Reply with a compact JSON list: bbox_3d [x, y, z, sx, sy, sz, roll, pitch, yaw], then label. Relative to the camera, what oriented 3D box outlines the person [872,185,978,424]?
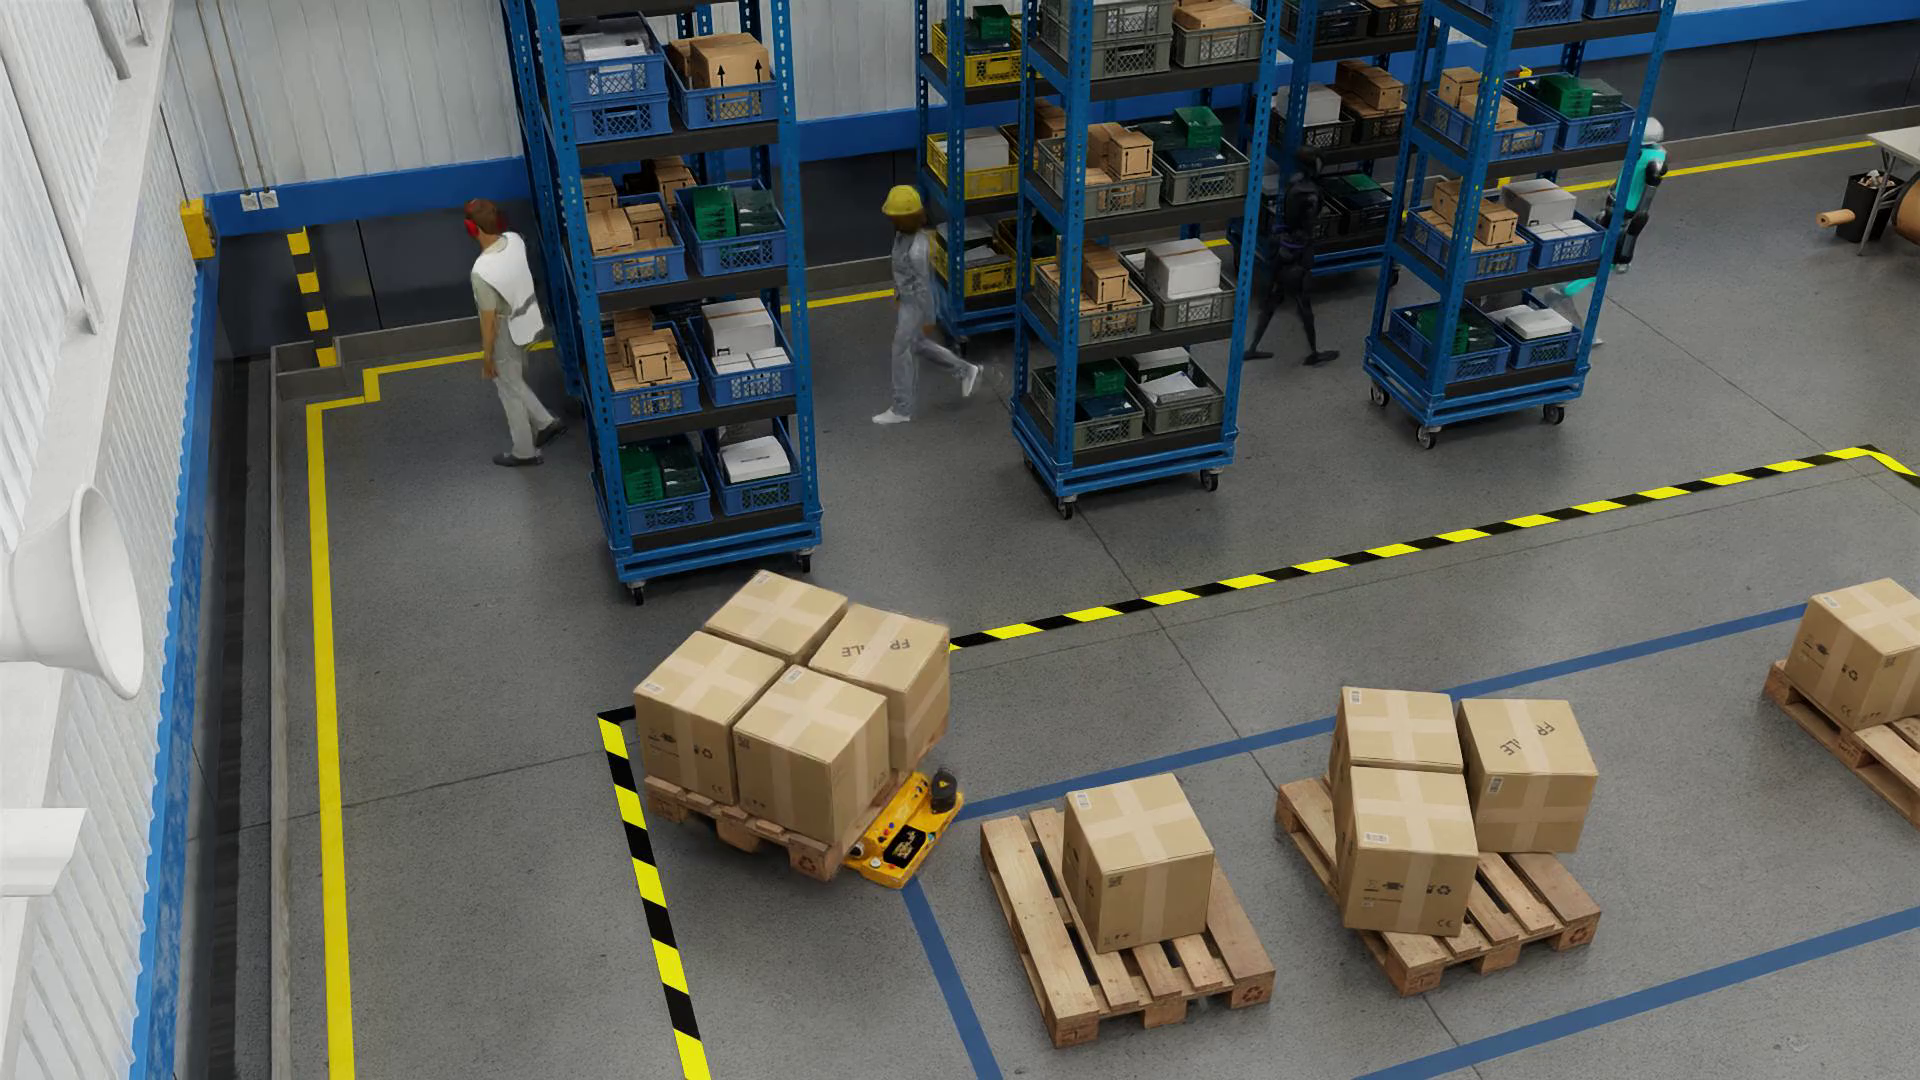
[{"bbox_3d":[-0.241,-1.567,11.015,0.678,1.714,0.479,-5,35,-6],"label":"person"}]

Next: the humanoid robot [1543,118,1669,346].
[{"bbox_3d":[4.377,-2.095,11.790,0.894,1.821,0.556,-1,35,-1],"label":"humanoid robot"}]

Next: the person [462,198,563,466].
[{"bbox_3d":[-2.878,-1.283,10.526,0.470,1.820,0.612,6,36,9],"label":"person"}]

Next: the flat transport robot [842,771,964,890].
[{"bbox_3d":[-0.762,1.223,8.297,1.431,0.197,0.652,17,39,22],"label":"flat transport robot"}]

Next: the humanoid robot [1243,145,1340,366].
[{"bbox_3d":[2.387,-1.997,11.687,0.711,1.631,0.600,-4,35,-6],"label":"humanoid robot"}]
